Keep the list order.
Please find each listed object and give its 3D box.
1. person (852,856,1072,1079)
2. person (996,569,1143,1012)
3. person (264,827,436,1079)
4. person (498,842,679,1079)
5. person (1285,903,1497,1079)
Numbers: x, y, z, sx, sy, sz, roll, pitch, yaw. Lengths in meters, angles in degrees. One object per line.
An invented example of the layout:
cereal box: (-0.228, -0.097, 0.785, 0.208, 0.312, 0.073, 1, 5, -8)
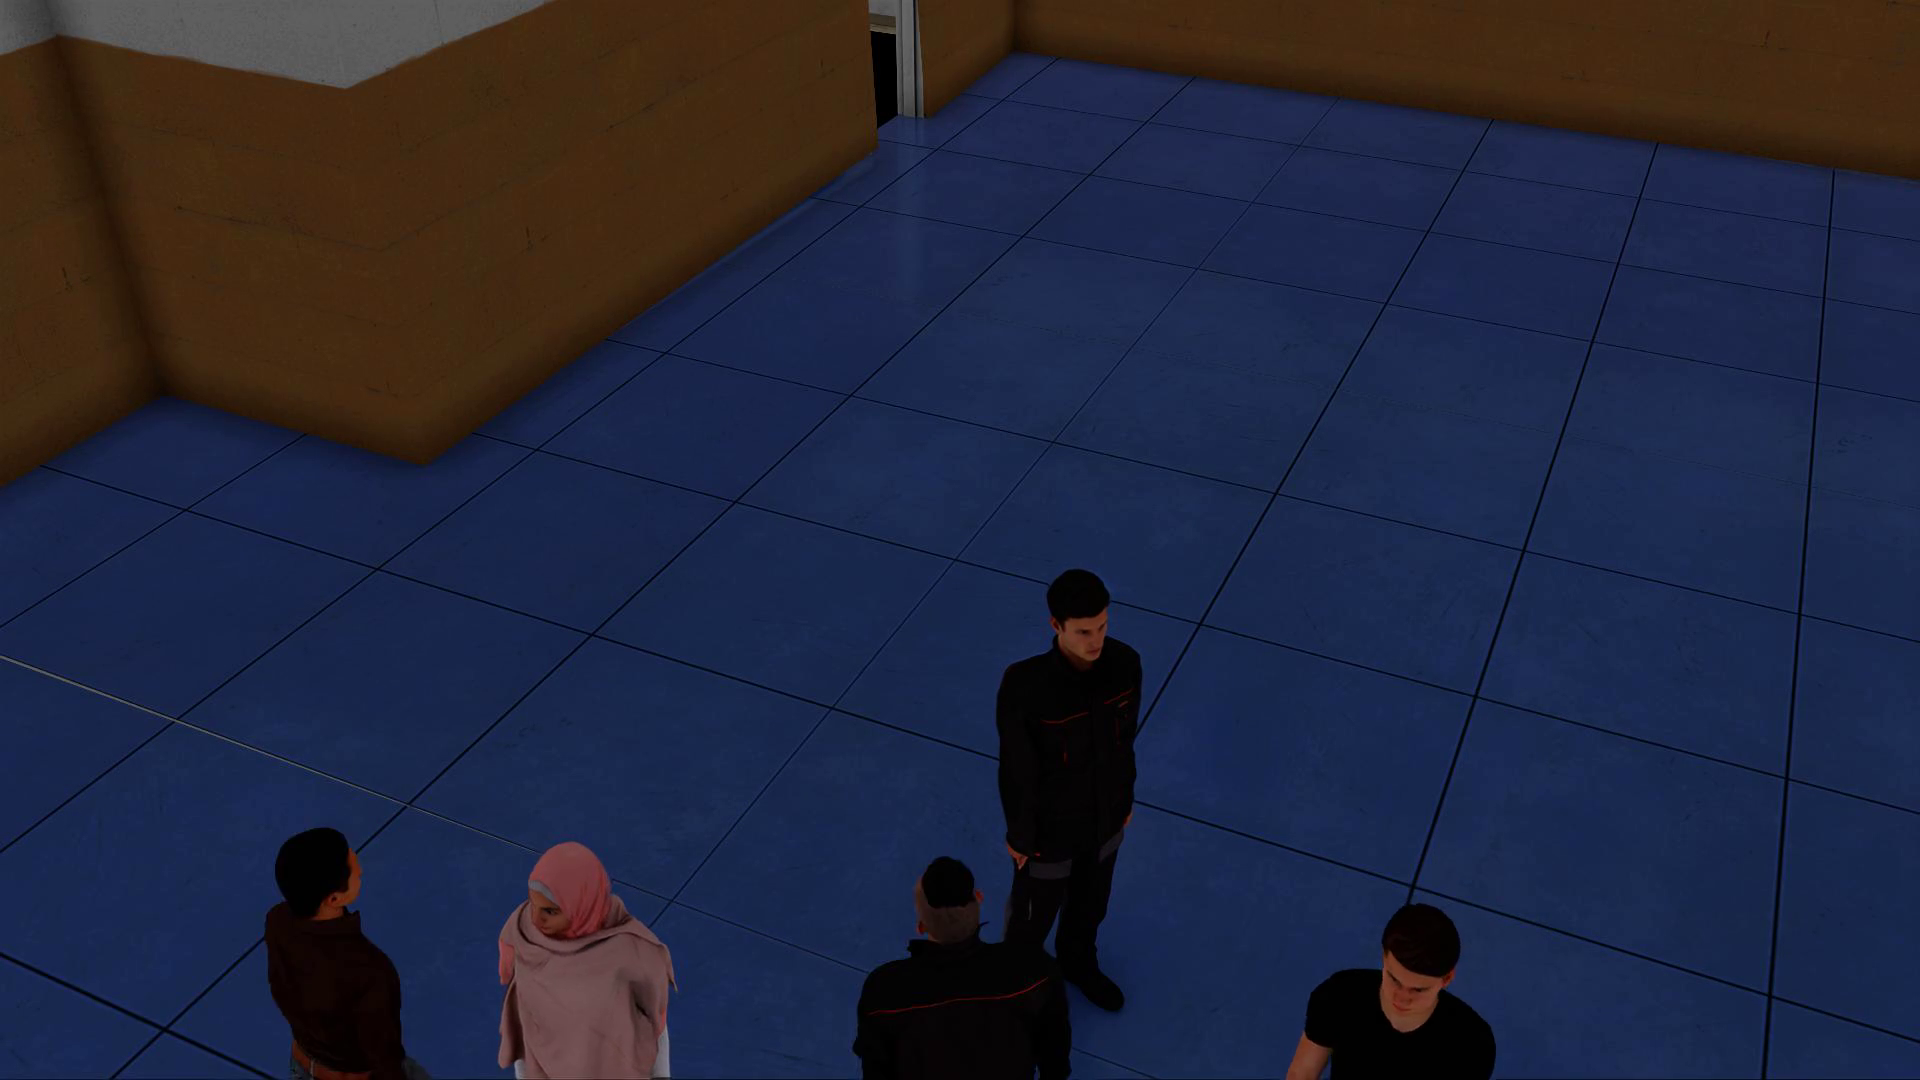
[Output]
person: (0.043, 1.635, 4.652, 1.162, 1.842, 1.142, -2, 34, -3)
person: (0.366, 0.904, 5.678, 0.792, 1.946, 0.791, -20, 39, -27)
person: (-1.814, 1.600, 4.806, 0.696, 1.754, 0.717, 16, 37, 23)
person: (-1.059, 1.565, 4.814, 0.645, 1.804, 0.771, 3, 34, 5)
person: (1.179, 1.661, 4.639, 1.078, 1.836, 0.742, 16, 37, 22)
